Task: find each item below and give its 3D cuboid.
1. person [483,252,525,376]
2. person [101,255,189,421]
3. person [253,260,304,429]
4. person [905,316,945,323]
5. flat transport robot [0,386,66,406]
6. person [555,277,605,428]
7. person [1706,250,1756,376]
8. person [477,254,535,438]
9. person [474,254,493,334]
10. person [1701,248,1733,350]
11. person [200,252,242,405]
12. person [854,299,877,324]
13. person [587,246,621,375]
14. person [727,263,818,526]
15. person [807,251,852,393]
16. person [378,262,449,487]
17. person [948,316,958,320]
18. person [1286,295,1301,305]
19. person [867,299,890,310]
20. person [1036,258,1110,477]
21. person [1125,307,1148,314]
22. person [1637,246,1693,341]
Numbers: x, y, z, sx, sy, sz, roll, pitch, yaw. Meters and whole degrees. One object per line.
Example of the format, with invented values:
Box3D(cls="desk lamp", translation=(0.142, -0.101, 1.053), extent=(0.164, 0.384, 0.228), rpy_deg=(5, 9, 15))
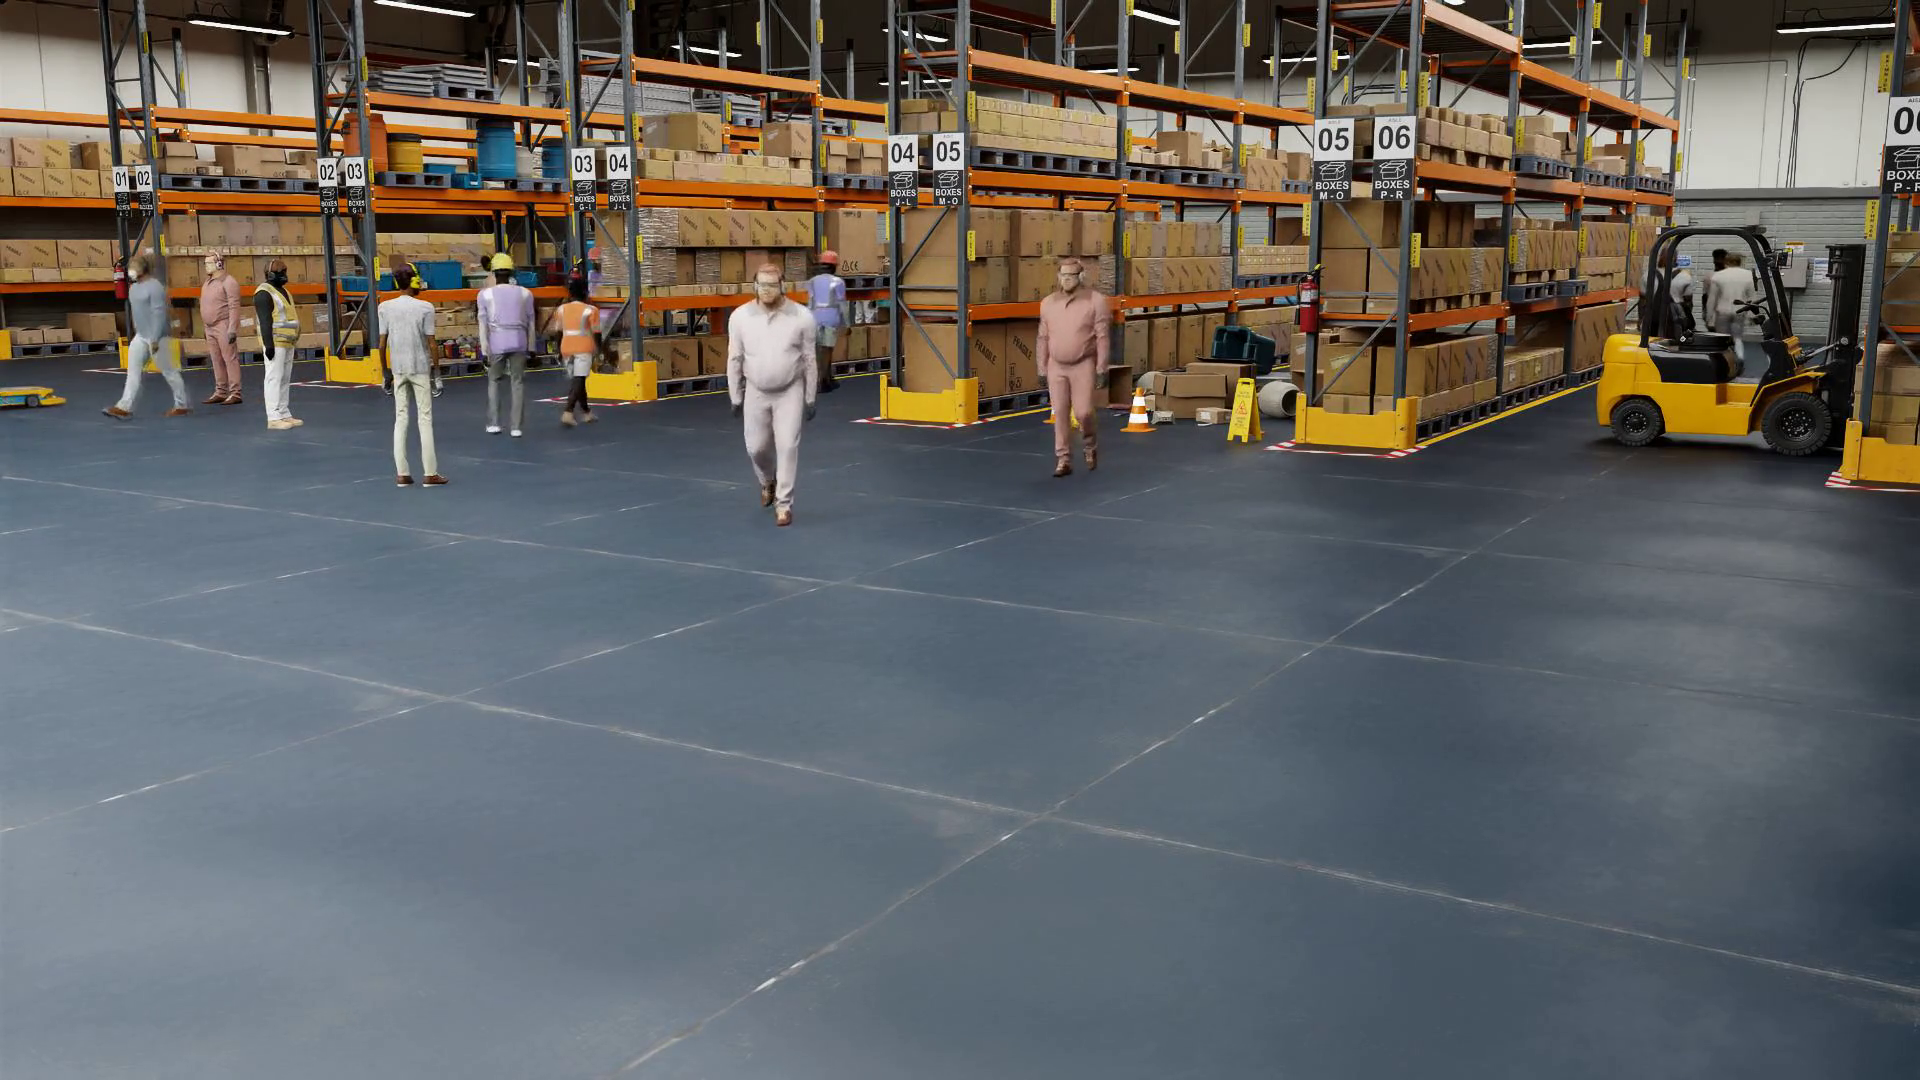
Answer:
Box3D(cls="person", translation=(-6.889, -3.362, 24.945), extent=(0.597, 1.897, 0.919), rpy_deg=(5, 11, 28))
Box3D(cls="person", translation=(-9.322, -2.298, 18.992), extent=(0.651, 1.882, 1.003), rpy_deg=(7, 12, 33))
Box3D(cls="person", translation=(-7.465, -2.144, 18.257), extent=(0.429, 1.841, 0.633), rpy_deg=(0, 10, 0))
Box3D(cls="person", translation=(-0.538, -2.771, 21.409), extent=(0.635, 1.971, 0.586), rpy_deg=(4, 11, 22))
Box3D(cls="flat transport robot", translation=(-11.848, -1.738, 20.379), extent=(0.652, 0.197, 1.431), rpy_deg=(8, 13, 38))
Box3D(cls="person", translation=(-4.244, -2.079, 18.428), extent=(0.542, 1.656, 0.868), rpy_deg=(4, 11, 20))
Box3D(cls="person", translation=(11.509, -3.355, 24.827), extent=(0.645, 1.918, 0.525), rpy_deg=(2, 10, 9))
Box3D(cls="person", translation=(-4.782, -2.038, 17.496), extent=(0.602, 1.903, 0.764), rpy_deg=(-5, 11, -24))
Box3D(cls="person", translation=(-7.988, -3.882, 28.000), extent=(0.518, 1.849, 0.764), rpy_deg=(5, 11, 27))
Box3D(cls="person", translation=(12.578, -3.830, 27.433), extent=(0.726, 1.937, 0.653), rpy_deg=(-10, 14, -44))
Box3D(cls="person", translation=(-9.325, -2.655, 20.934), extent=(0.638, 1.909, 0.408), rpy_deg=(7, 12, 33))
Box3D(cls="person", translation=(-1.860, -4.722, 32.708), extent=(0.624, 1.841, 0.430), rpy_deg=(8, 13, 39))
Box3D(cls="person", translation=(-5.075, -3.169, 23.587), extent=(0.610, 2.002, 1.035), rpy_deg=(5, 11, 26))
Box3D(cls="person", translation=(-1.357, -1.073, 12.152), extent=(0.657, 1.888, 0.693), rpy_deg=(0, 10, 0))
Box3D(cls="person", translation=(-1.735, -2.977, 22.721), extent=(0.579, 1.904, 0.831), rpy_deg=(5, 11, 27))
Box3D(cls="person", translation=(-4.569, -1.370, 13.861), extent=(0.523, 1.863, 0.317), rpy_deg=(1, 10, 6))
Box3D(cls="person", translation=(0.054, -3.364, 24.536), extent=(0.609, 2.040, 0.394), rpy_deg=(7, 12, 35))
Box3D(cls="person", translation=(6.777, -4.702, 33.101), extent=(0.852, 1.653, 0.543), rpy_deg=(-4, 11, -20))
Box3D(cls="person", translation=(-1.560, -4.596, 32.079), extent=(0.782, 1.808, 0.582), rpy_deg=(-9, 14, -43))
Box3D(cls="person", translation=(0.963, -1.490, 14.430), extent=(0.667, 1.895, 0.429), rpy_deg=(5, 11, 24))
Box3D(cls="person", translation=(3.140, -4.220, 29.884), extent=(0.429, 1.845, 0.621), rpy_deg=(-10, 14, -43))
Box3D(cls="person", translation=(9.974, -3.183, 23.517), extent=(0.693, 2.000, 1.045), rpy_deg=(6, 12, 29))
